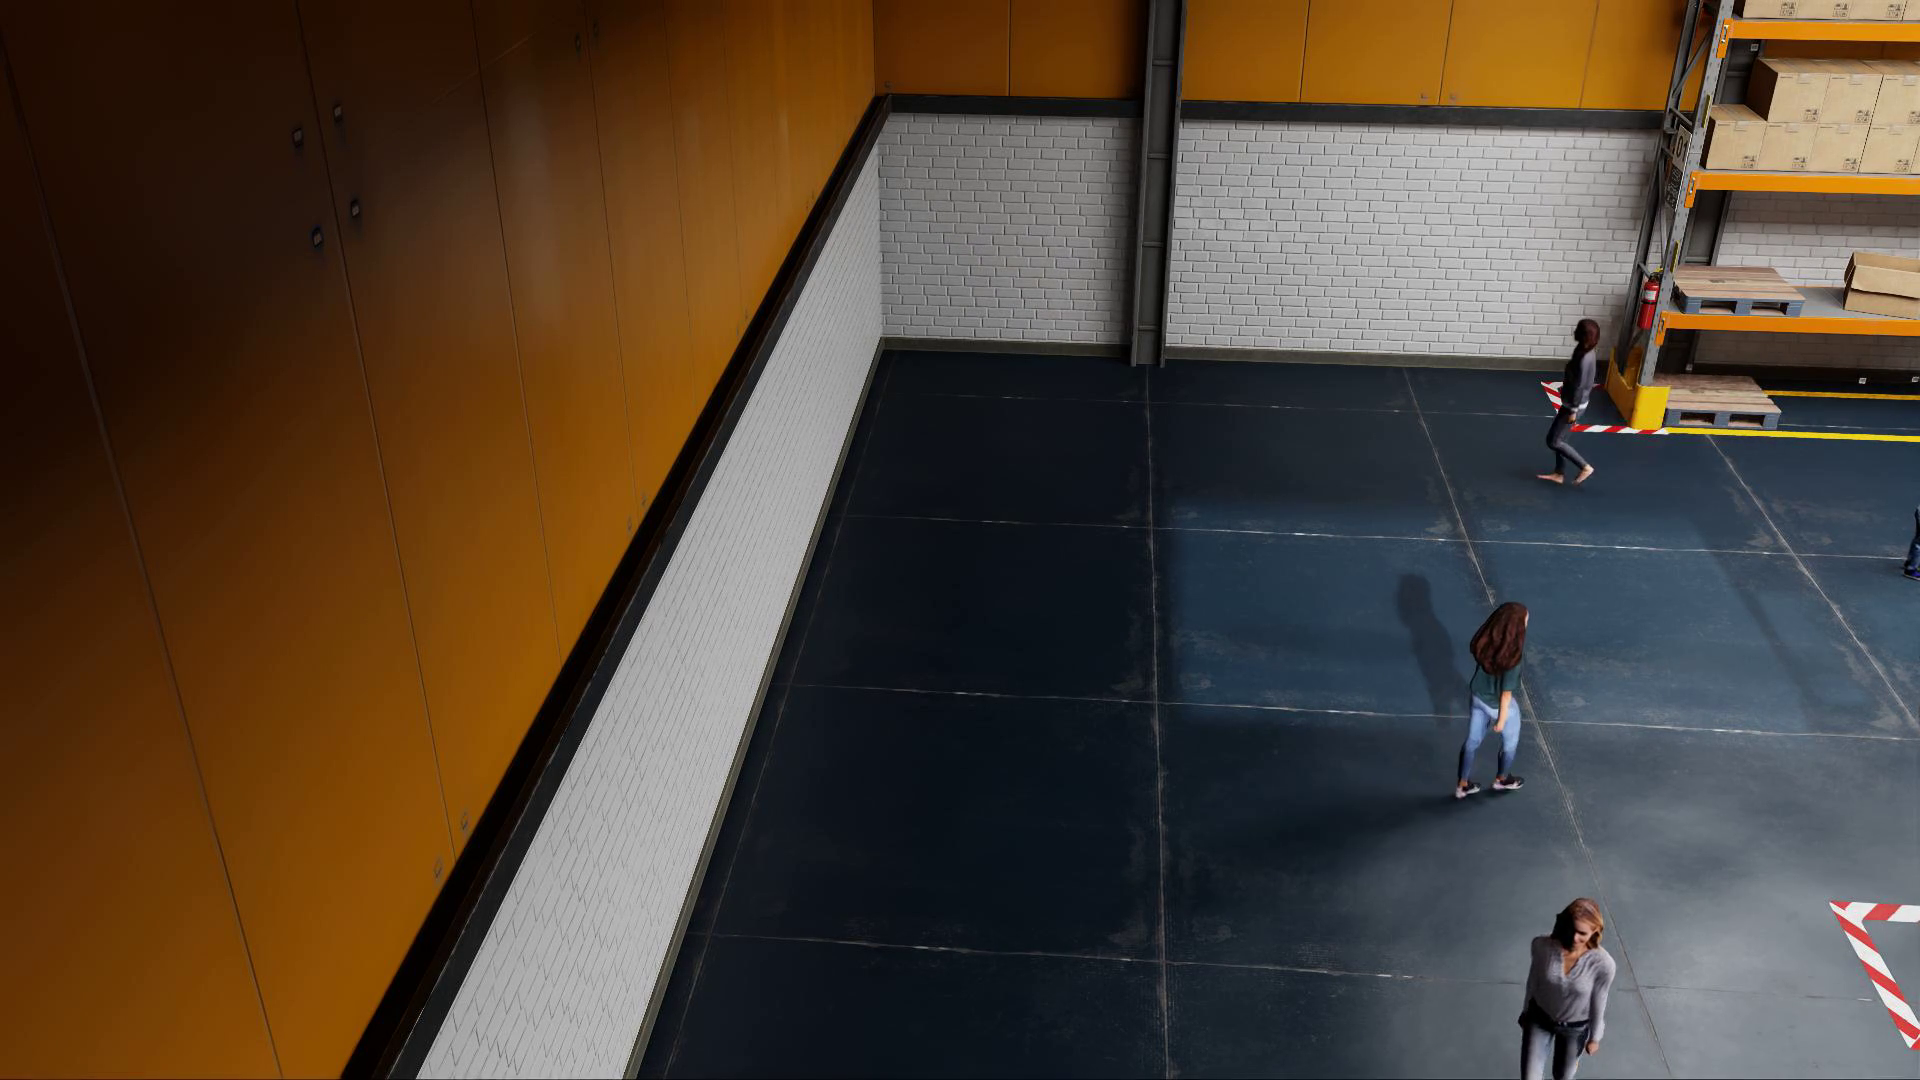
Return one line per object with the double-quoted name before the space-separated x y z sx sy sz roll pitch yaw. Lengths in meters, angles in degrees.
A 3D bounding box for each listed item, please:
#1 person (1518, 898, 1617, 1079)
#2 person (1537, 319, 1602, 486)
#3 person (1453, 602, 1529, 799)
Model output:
"person" 3.329 2.632 9.167 1.111 1.770 1.030 19 34 31
"person" 6.134 -1.323 16.433 0.815 1.756 0.718 10 30 17
"person" 3.775 1.184 12.002 0.899 1.597 0.798 -14 31 -24
